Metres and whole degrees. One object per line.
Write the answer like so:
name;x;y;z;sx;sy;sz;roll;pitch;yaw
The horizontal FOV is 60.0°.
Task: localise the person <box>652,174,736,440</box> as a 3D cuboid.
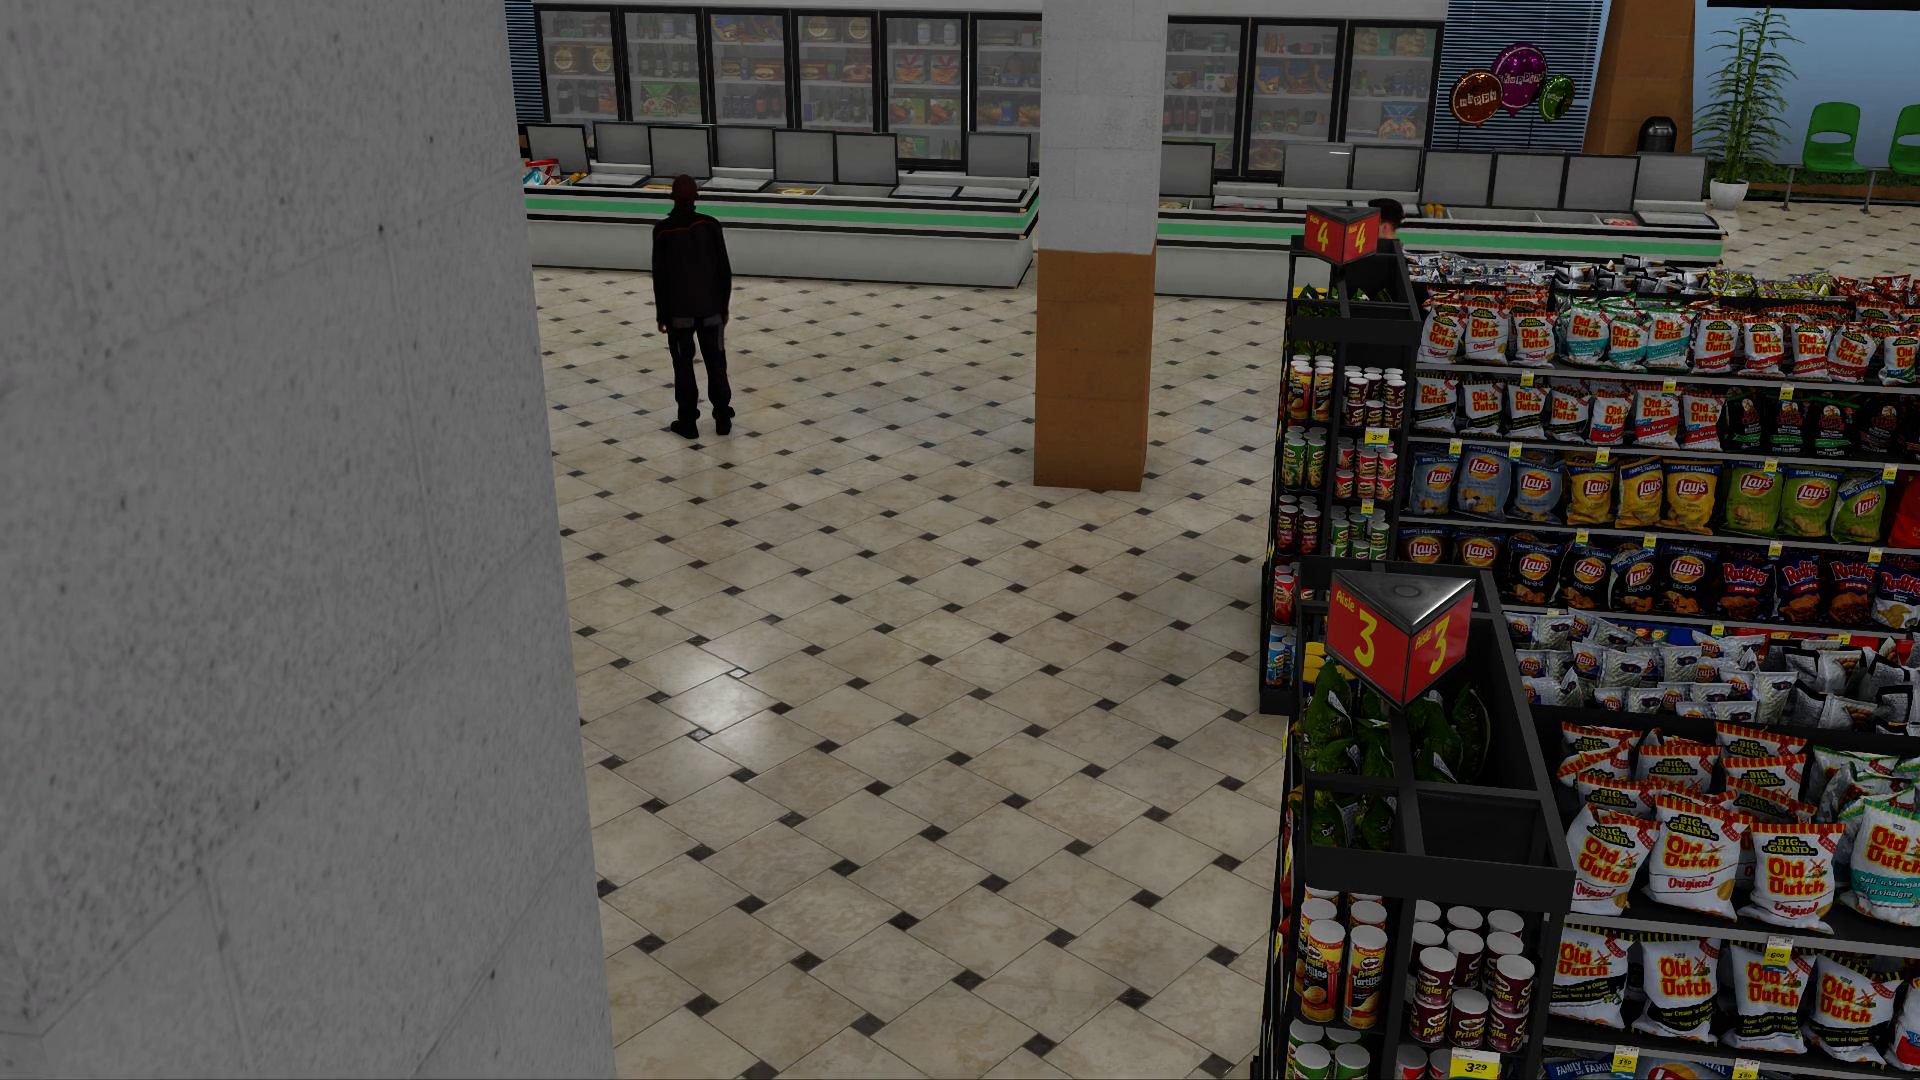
person;-1.821;-1.592;11.375;0.718;1.826;0.848;-8;25;-17
